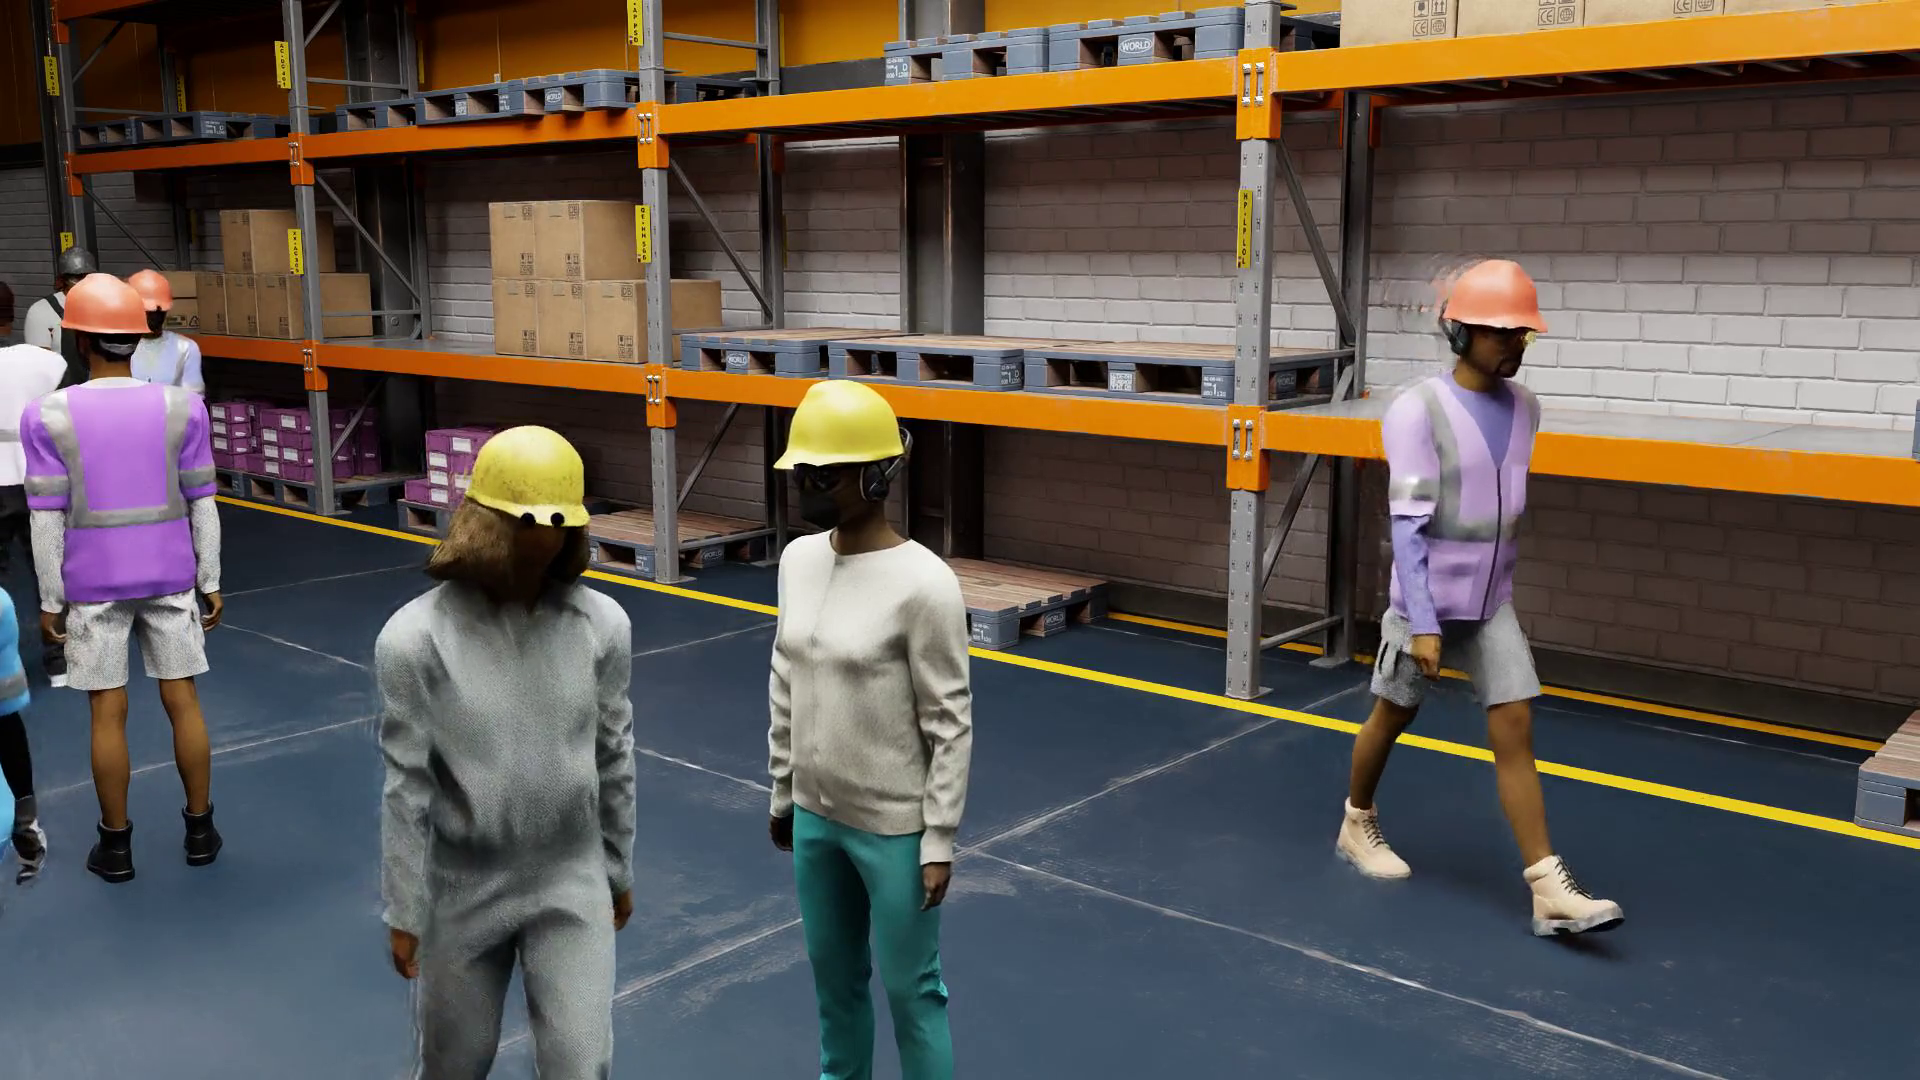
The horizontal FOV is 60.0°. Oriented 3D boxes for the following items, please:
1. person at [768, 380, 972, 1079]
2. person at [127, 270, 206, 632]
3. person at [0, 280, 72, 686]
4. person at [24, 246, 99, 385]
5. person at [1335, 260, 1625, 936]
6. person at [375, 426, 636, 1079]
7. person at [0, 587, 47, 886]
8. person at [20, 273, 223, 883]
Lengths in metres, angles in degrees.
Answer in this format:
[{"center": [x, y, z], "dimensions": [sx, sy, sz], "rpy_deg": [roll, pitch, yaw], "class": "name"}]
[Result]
[{"center": [-0.213, 0.559, 3.379], "dimensions": [0.533, 1.767, 0.324], "rpy_deg": [9, 14, 43], "class": "person"}, {"center": [-4.276, -0.466, 8.827], "dimensions": [0.568, 1.898, 0.790], "rpy_deg": [-7, 12, -35], "class": "person"}, {"center": [-4.313, -0.229, 7.532], "dimensions": [0.599, 1.892, 0.528], "rpy_deg": [-6, 11, -29], "class": "person"}, {"center": [-6.006, -1.003, 11.492], "dimensions": [0.536, 2.000, 0.682], "rpy_deg": [7, 12, 34], "class": "person"}, {"center": [1.517, 0.169, 4.983], "dimensions": [0.629, 1.979, 1.086], "rpy_deg": [-5, 11, -26], "class": "person"}, {"center": [-0.868, 0.621, 3.175], "dimensions": [0.500, 1.708, 0.742], "rpy_deg": [-6, 12, -31], "class": "person"}, {"center": [-2.118, 0.617, 3.257], "dimensions": [0.489, 1.677, 0.559], "rpy_deg": [4, 11, 22], "class": "person"}, {"center": [-2.667, 0.126, 5.342], "dimensions": [0.552, 1.942, 0.340], "rpy_deg": [-7, 12, -34], "class": "person"}]
